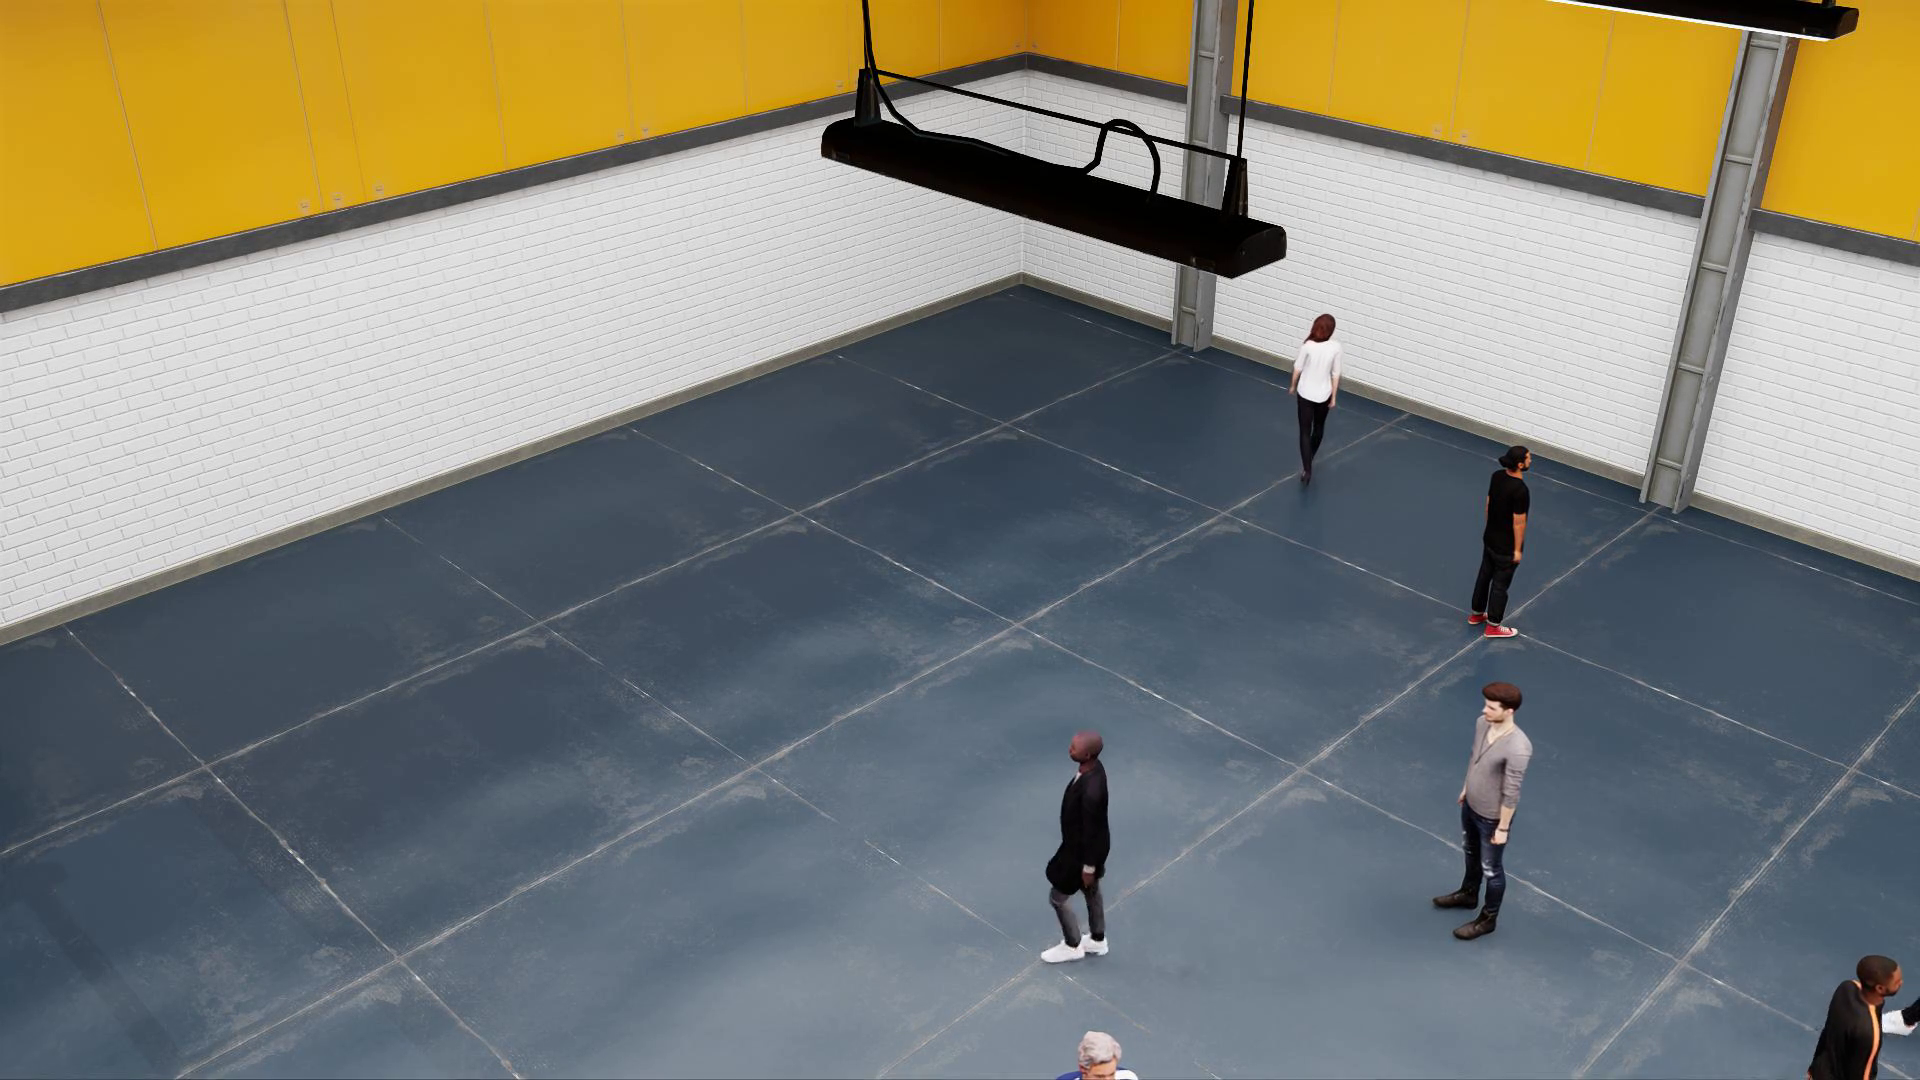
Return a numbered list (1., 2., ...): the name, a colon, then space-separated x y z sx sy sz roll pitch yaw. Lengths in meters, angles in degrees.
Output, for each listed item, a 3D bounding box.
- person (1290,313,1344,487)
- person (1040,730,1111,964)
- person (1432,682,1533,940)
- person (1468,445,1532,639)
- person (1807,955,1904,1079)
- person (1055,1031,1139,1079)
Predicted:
1. person: 3.561 -1.388 16.740 1.006 1.759 1.071 0 29 0
2. person: 0.893 1.969 10.595 0.871 1.752 0.827 3 29 6
3. person: 3.459 1.743 10.854 0.820 1.900 0.693 -7 29 -12
4. person: 4.630 -0.002 14.202 0.779 1.758 0.669 -8 30 -14
5. person: 4.565 2.907 8.839 1.165 1.785 1.015 5 29 8
6. person: 0.647 3.145 8.367 0.706 1.820 0.701 -9 30 -16
